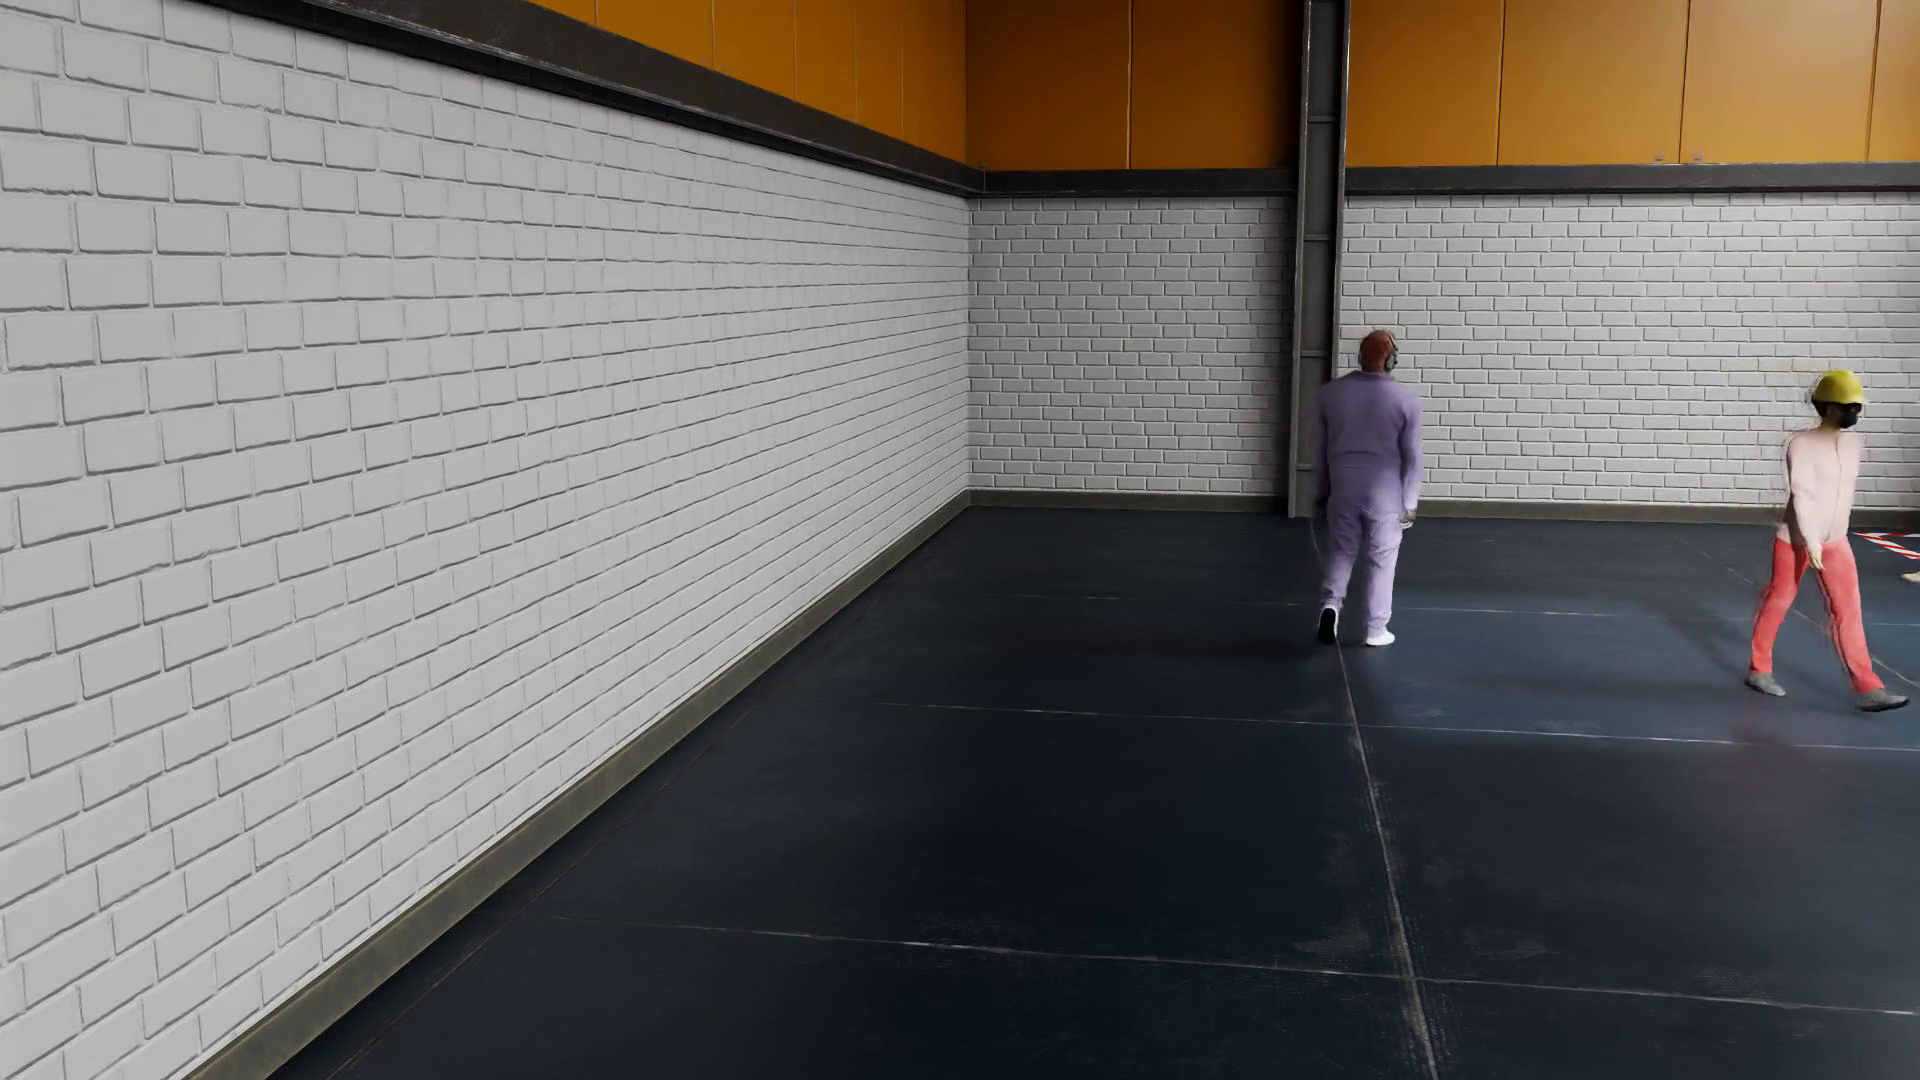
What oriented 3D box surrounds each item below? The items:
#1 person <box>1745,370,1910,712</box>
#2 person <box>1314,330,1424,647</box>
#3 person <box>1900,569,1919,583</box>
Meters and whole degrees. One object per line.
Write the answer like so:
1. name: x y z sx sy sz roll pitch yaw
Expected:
1. person: 4.397 0.011 8.415 0.523 1.720 0.915 -3 10 -18
2. person: 2.364 -0.277 9.688 0.658 1.887 0.603 6 11 32
3. person: 7.117 -0.506 11.764 0.662 1.675 0.537 2 9 14
